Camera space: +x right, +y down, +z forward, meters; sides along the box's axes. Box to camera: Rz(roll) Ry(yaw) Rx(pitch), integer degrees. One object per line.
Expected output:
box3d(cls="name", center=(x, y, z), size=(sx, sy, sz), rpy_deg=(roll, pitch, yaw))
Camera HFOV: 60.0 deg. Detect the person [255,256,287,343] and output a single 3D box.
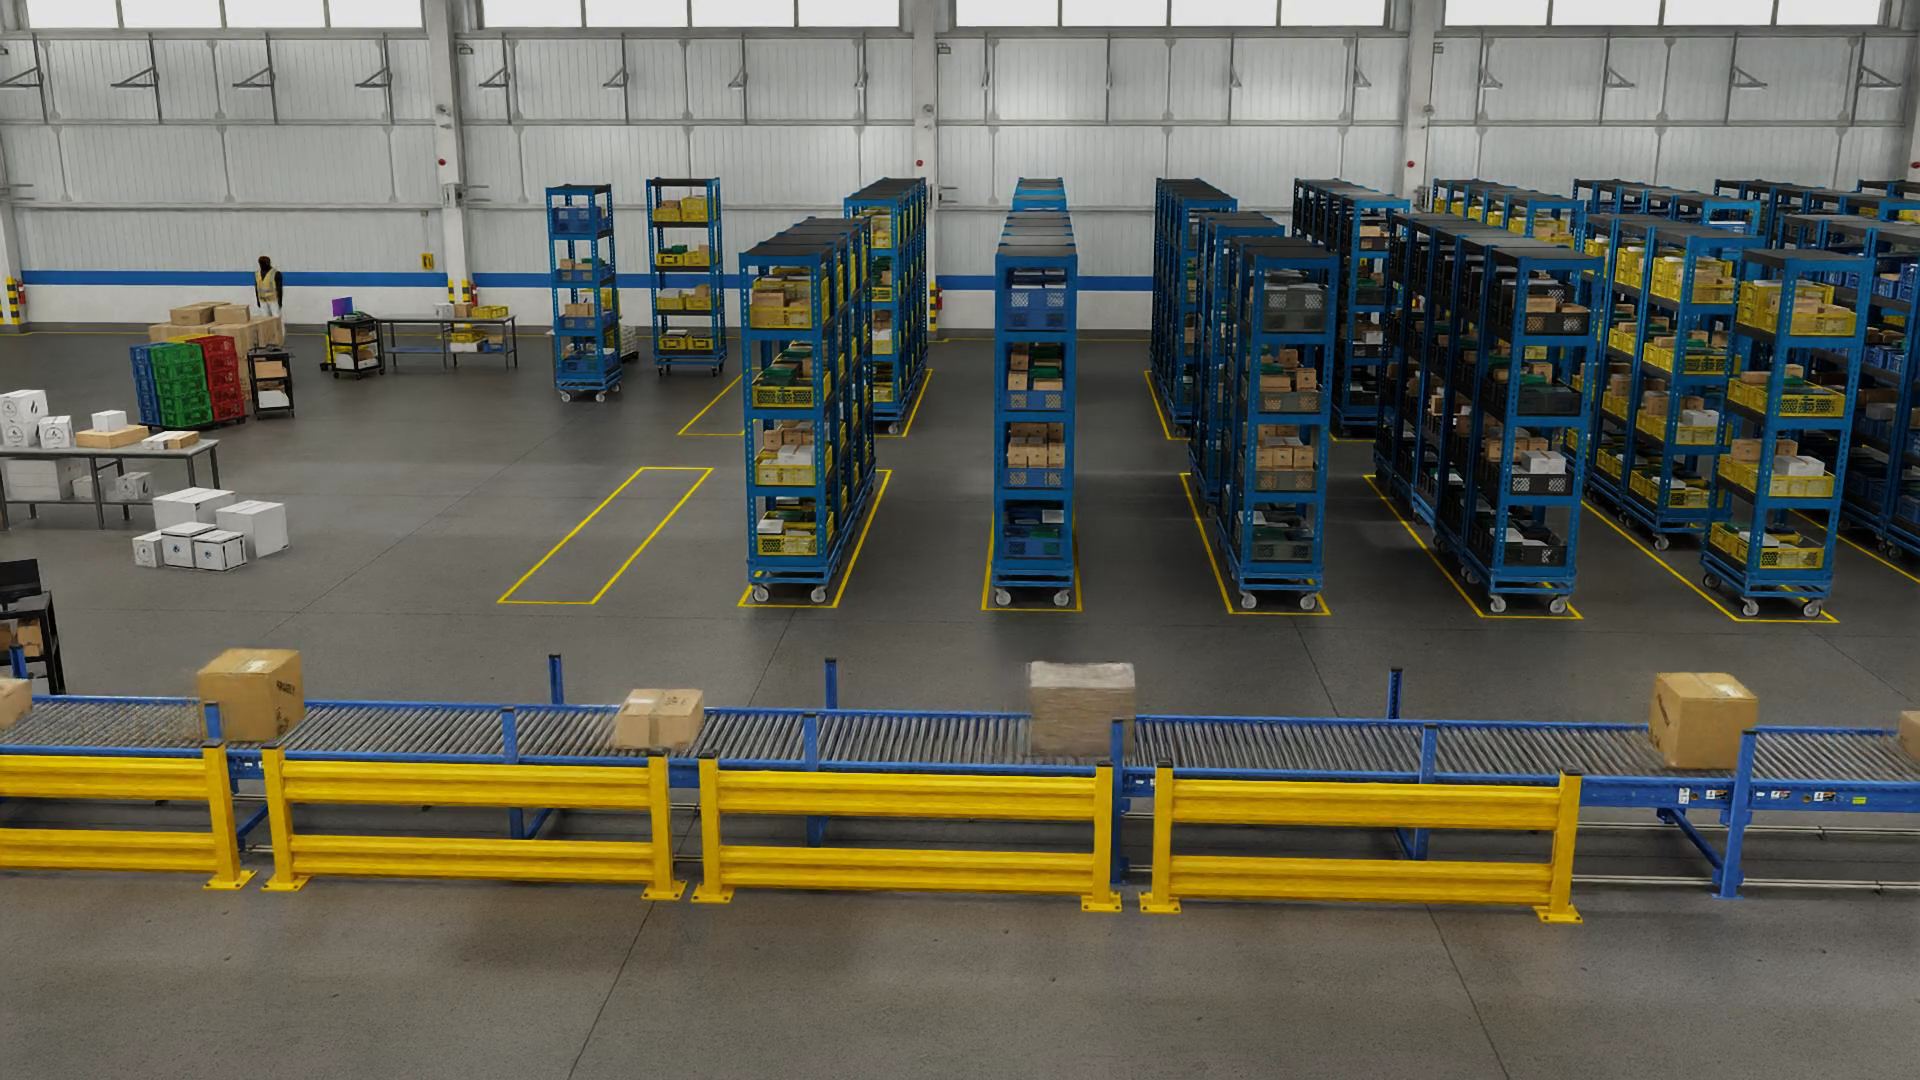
box3d(cls="person", center=(-14.375, -4.994, 34.611), size=(0.627, 1.831, 0.428), rpy_deg=(4, 16, 16))
